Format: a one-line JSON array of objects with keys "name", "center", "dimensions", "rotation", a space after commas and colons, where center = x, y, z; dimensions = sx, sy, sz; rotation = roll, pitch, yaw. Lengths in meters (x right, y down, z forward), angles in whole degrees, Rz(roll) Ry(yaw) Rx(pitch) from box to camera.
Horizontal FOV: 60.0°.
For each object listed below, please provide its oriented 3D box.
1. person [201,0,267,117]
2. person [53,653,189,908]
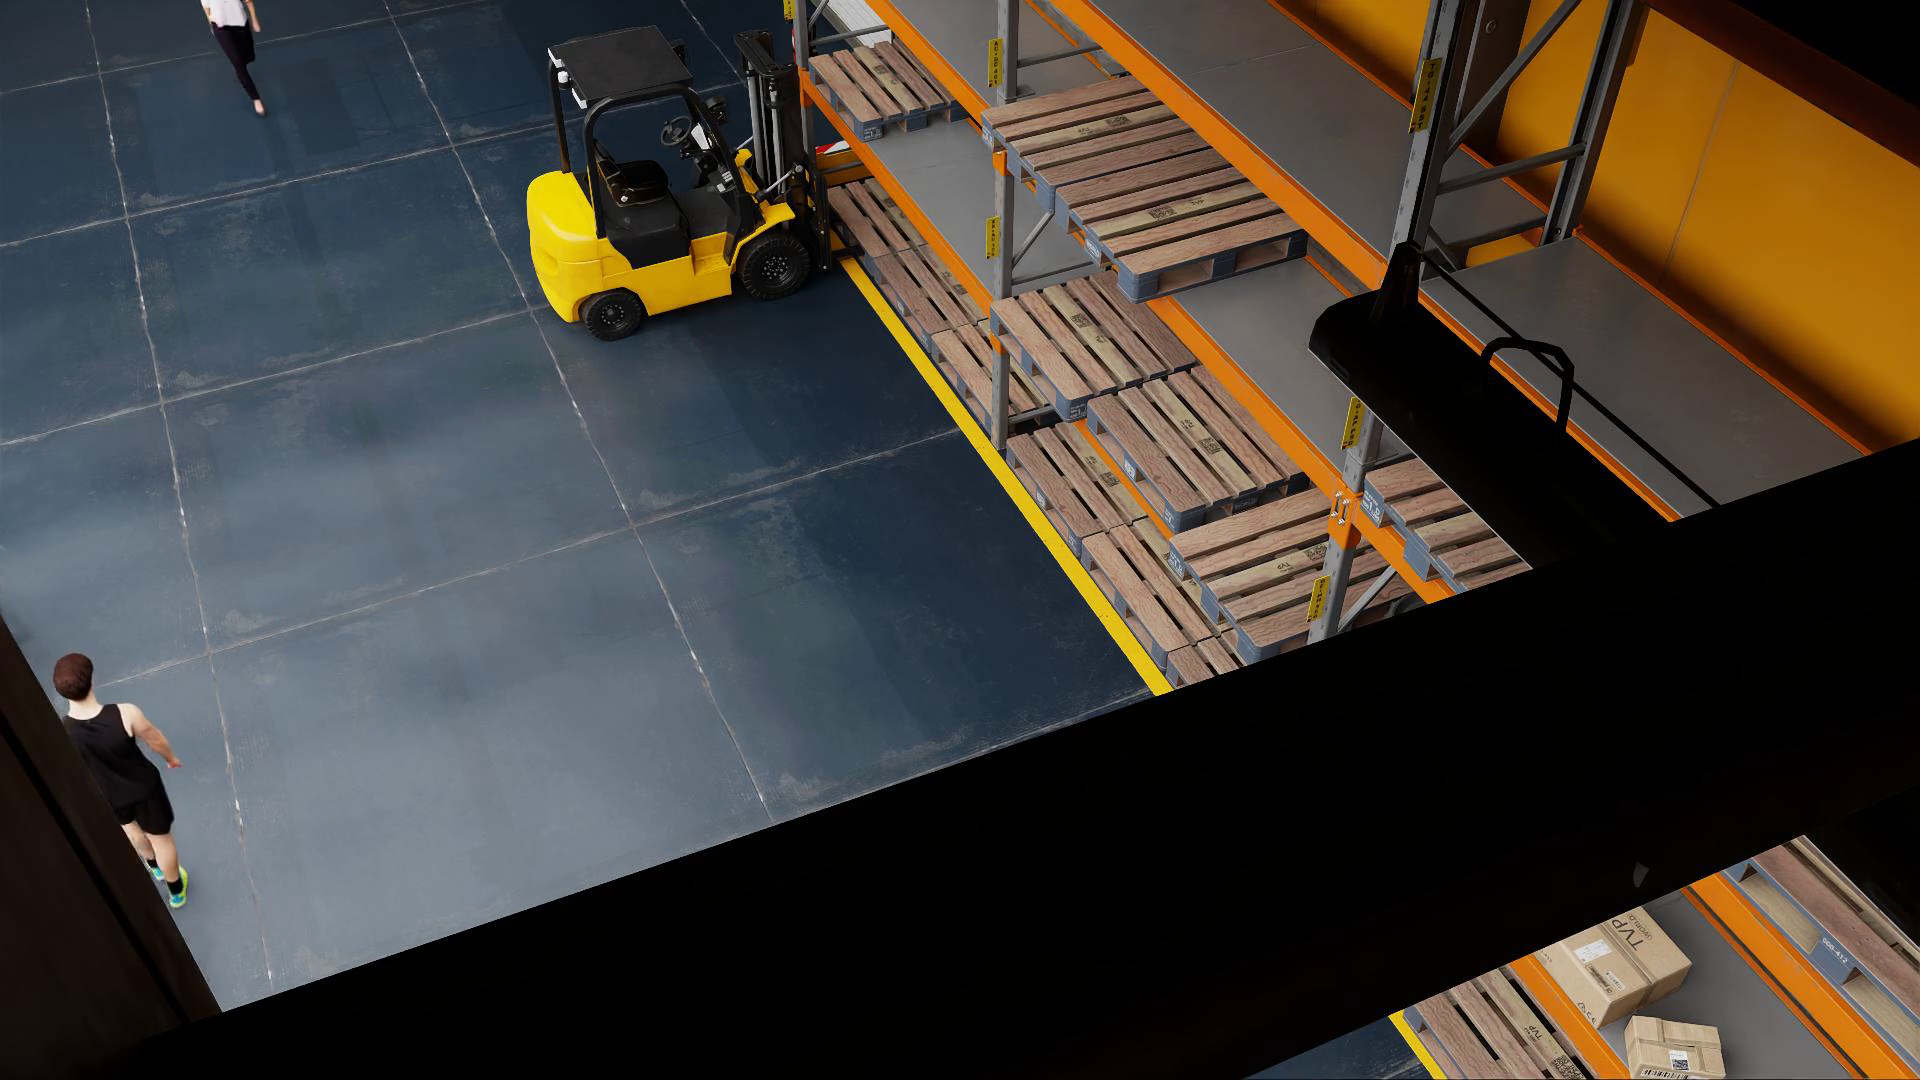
[{"name": "person", "center": [-7.127, -5.023, 16.185], "dimensions": [0.718, 1.757, 1.061], "rotation": [-25, 49, -24]}, {"name": "person", "center": [-4.670, 1.445, 9.313], "dimensions": [0.706, 1.872, 0.712], "rotation": [-19, 47, -18]}]
